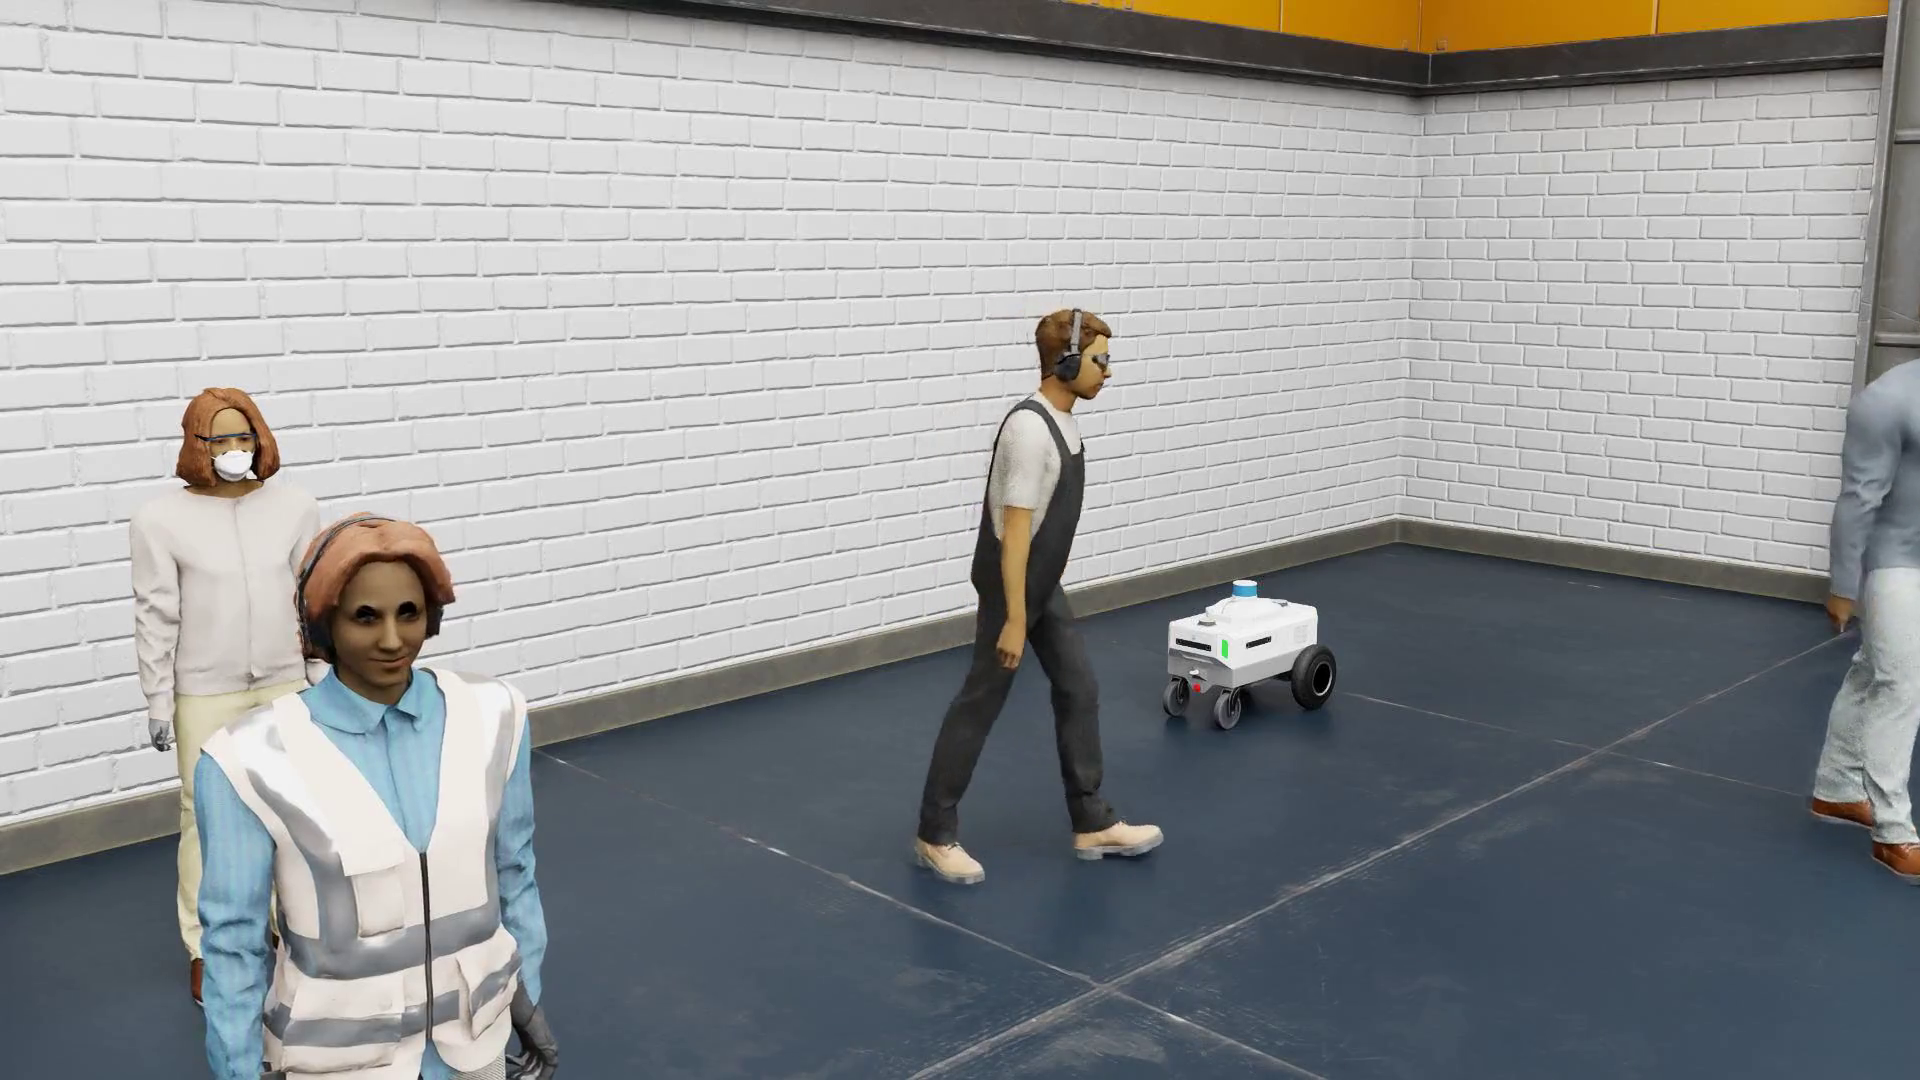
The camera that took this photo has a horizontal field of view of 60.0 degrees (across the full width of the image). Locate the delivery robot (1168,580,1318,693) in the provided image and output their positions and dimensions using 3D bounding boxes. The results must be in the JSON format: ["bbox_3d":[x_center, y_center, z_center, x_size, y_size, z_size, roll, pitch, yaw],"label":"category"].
[{"bbox_3d":[1.205,0.415,7.078,0.707,0.478,0.477,-10,14,-44],"label":"delivery robot"}]

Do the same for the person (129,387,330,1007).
[{"bbox_3d":[-1.919,0.405,4.448,0.507,1.631,0.267,-10,14,-44],"label":"person"}]

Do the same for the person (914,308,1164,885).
[{"bbox_3d":[0.265,0.179,5.222,0.870,1.787,0.627,3,11,15],"label":"person"}]

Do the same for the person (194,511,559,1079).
[{"bbox_3d":[-0.839,0.767,2.461,0.523,1.636,0.310,-10,14,-44],"label":"person"}]

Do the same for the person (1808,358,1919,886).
[{"bbox_3d":[3.068,0.115,5.362,0.641,1.905,0.683,-5,11,-25],"label":"person"}]
